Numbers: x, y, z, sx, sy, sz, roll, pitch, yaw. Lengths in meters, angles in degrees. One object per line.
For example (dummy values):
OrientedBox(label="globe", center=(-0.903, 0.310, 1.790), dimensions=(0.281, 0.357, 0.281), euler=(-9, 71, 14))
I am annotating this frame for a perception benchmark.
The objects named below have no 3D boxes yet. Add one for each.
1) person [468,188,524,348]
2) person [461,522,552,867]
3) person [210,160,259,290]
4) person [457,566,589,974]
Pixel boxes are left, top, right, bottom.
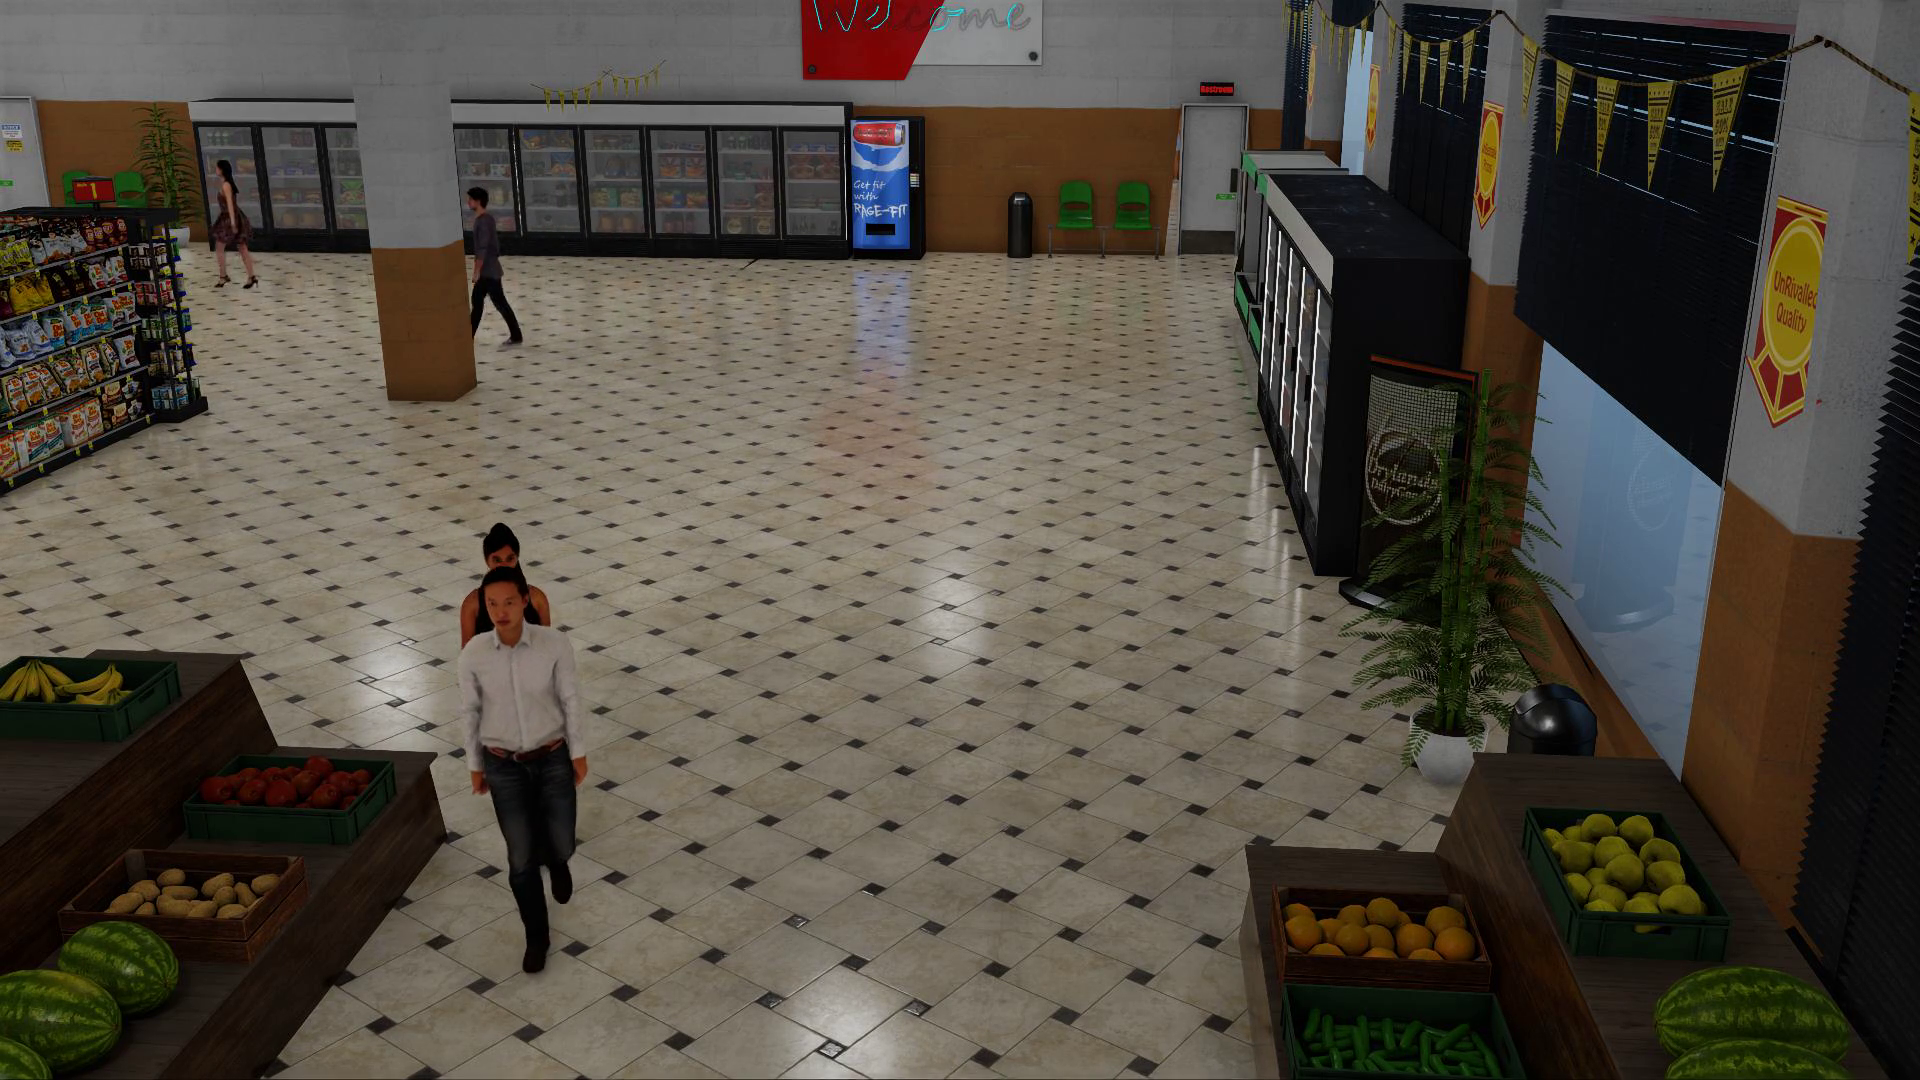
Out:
OrientedBox(label="person", center=(-5.336, -3.109, 19.167), dimensions=(1.002, 1.817, 1.120), euler=(-5, 19, -15))
OrientedBox(label="person", center=(-2.194, 0.715, 8.114), dimensions=(0.893, 1.633, 1.134), euler=(-7, 20, -19))
OrientedBox(label="person", center=(-9.892, -4.306, 22.827), dimensions=(0.818, 1.748, 0.832), euler=(-4, 19, -11))
OrientedBox(label="person", center=(-1.858, 0.935, 7.203), dimensions=(0.802, 1.800, 0.959), euler=(-3, 19, -10))
